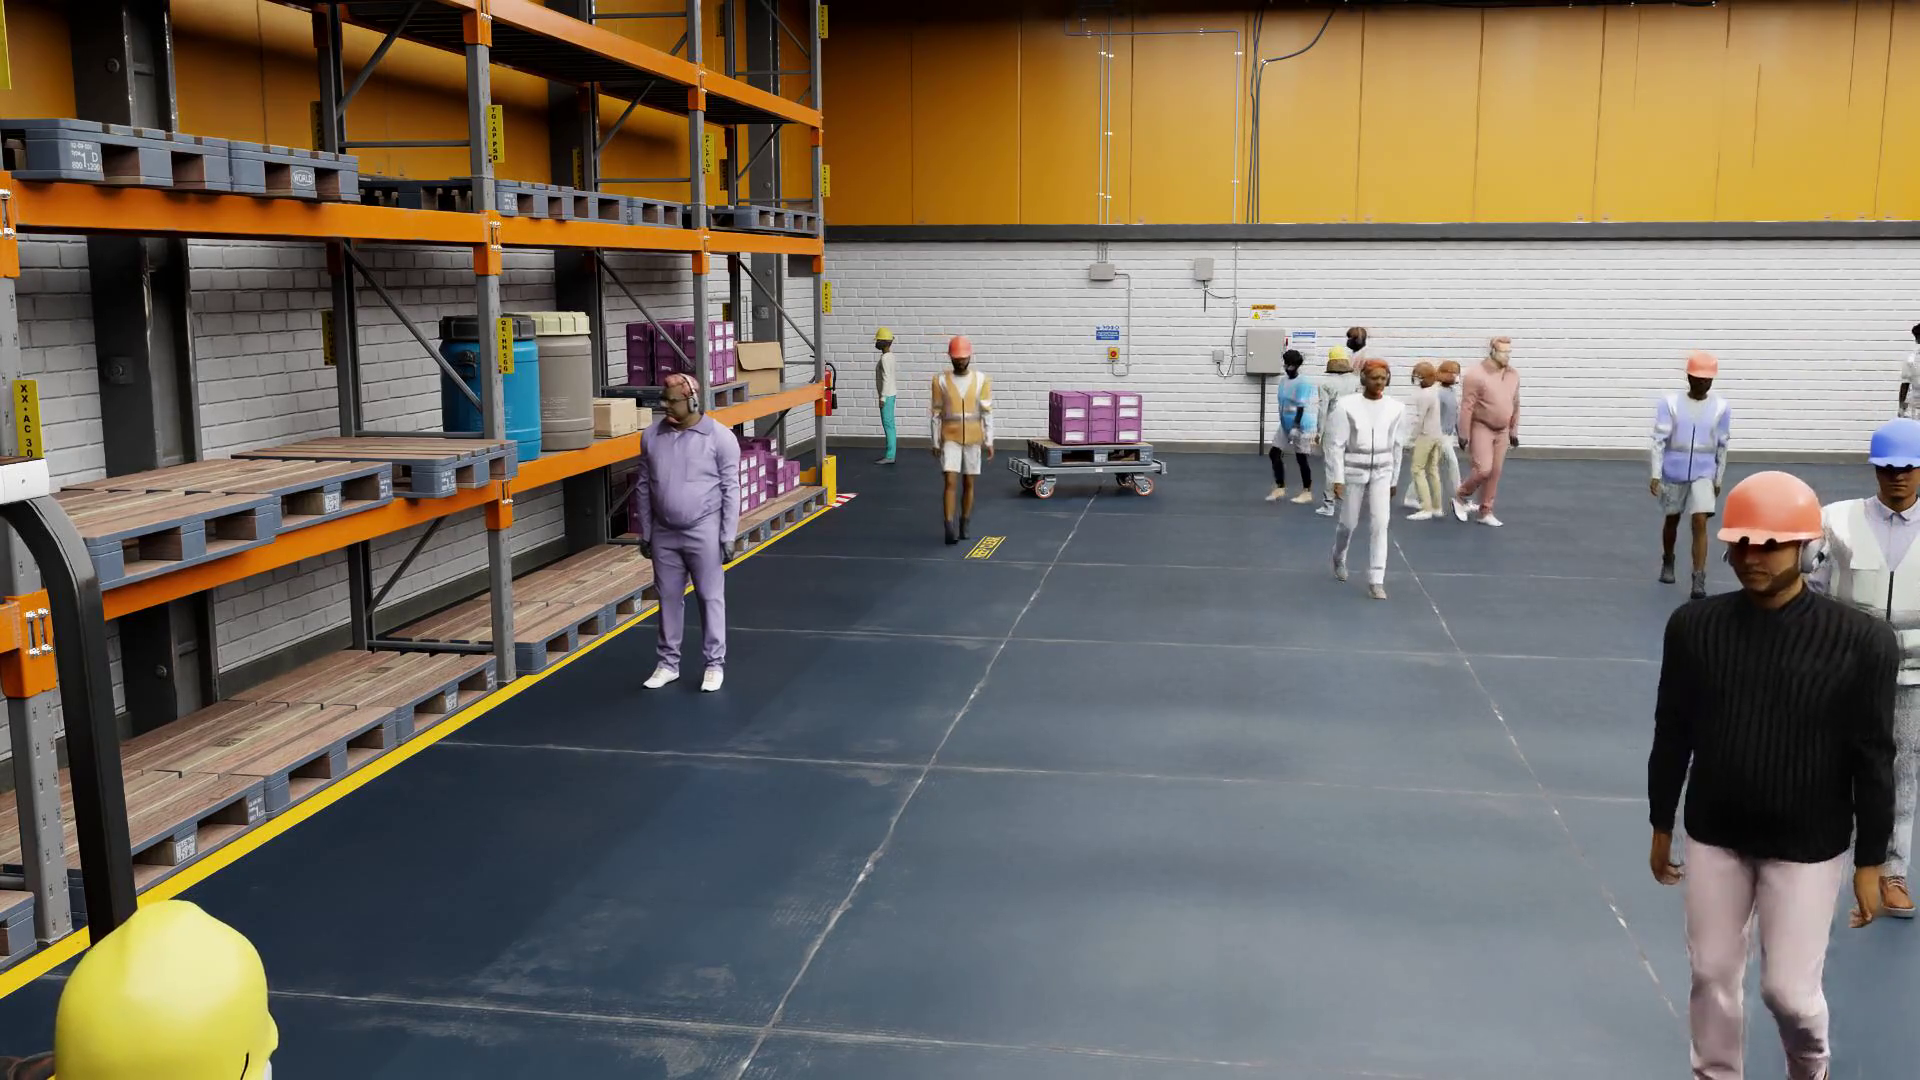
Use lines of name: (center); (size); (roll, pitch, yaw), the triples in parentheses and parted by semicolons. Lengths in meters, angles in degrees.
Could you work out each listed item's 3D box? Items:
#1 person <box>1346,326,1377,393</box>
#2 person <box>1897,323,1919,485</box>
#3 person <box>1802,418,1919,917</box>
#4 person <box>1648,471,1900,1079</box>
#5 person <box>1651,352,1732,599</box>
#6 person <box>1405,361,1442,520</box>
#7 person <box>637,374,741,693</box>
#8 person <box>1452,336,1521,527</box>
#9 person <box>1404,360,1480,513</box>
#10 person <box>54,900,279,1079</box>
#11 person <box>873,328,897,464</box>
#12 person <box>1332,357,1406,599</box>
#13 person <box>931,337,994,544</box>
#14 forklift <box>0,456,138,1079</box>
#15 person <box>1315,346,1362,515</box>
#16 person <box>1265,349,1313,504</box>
person: (4.841, -1.684, 20.290); (0.433, 1.829, 0.649); (-1, 9, -9)
person: (11.278, -1.580, 19.356); (0.508, 1.921, 0.626); (-9, 13, -44)
person: (3.585, 0.494, 6.483); (0.605, 1.949, 0.399); (4, 10, 24)
person: (2.197, 0.790, 4.543); (0.640, 1.981, 0.519); (9, 13, 44)
person: (5.695, -0.526, 12.999); (0.559, 1.891, 1.006); (3, 10, 19)
person: (4.700, -1.002, 16.761); (0.331, 1.617, 0.557); (6, 11, 31)
person: (-1.632, -0.037, 9.911); (0.642, 1.903, 0.399); (3, 10, 15)
person: (5.172, -1.060, 16.289); (0.654, 1.885, 0.478); (-5, 10, -27)
person: (5.046, -1.078, 17.301); (0.886, 1.577, 0.497); (5, 11, 30)
person: (-0.834, 1.297, 1.885); (0.586, 1.835, 0.403); (-4, 10, -23)
person: (-0.979, -1.862, 21.576); (0.311, 1.769, 0.533); (1, 9, 4)
person: (3.162, -0.511, 13.006); (0.572, 1.854, 0.880); (0, 9, 1)
person: (0.033, -0.901, 15.246); (0.556, 1.895, 0.892); (-1, 9, -8)
forklift: (-2.328, 0.975, 2.765); (2.313, 2.155, 1.214); (1, 9, 9)
person: (3.872, -1.118, 17.083); (0.483, 1.737, 0.311); (-2, 9, -13)
person: (3.536, -1.203, 17.805); (0.598, 1.664, 0.548); (-4, 10, -23)
